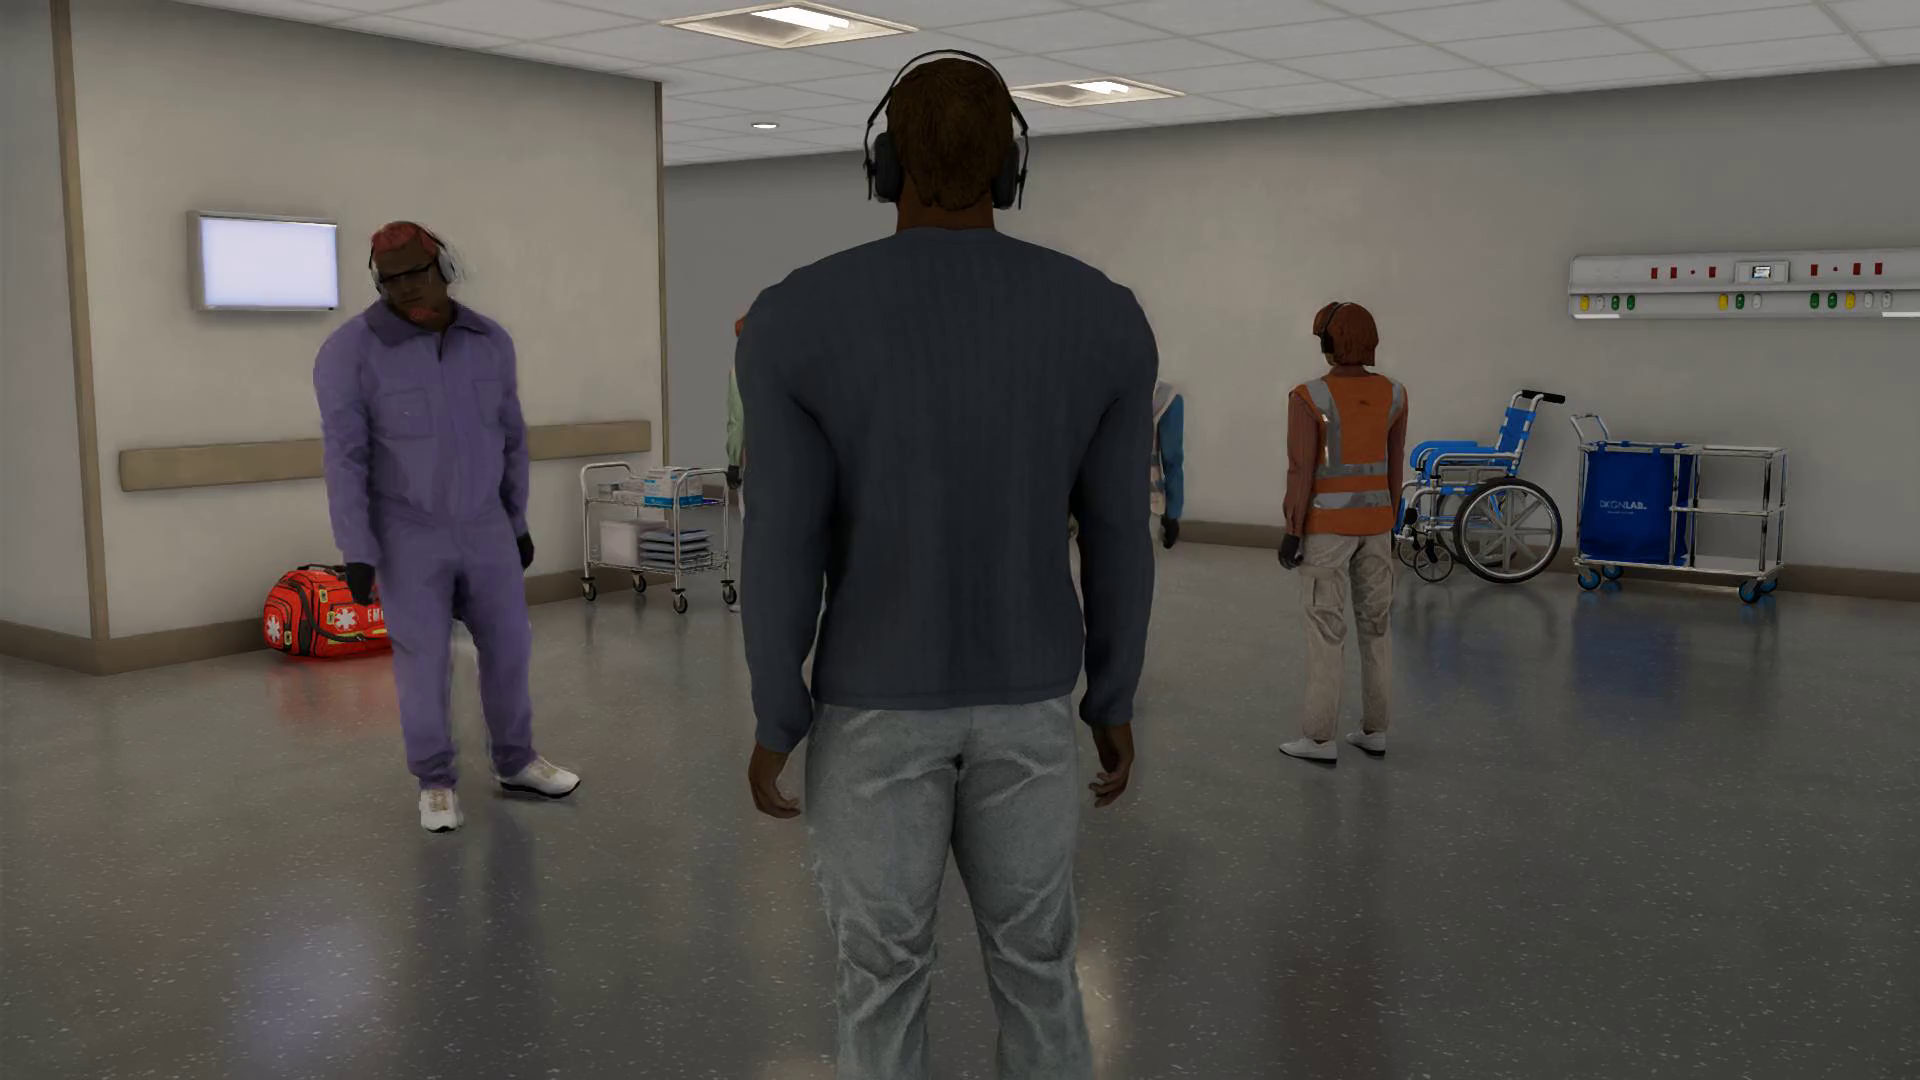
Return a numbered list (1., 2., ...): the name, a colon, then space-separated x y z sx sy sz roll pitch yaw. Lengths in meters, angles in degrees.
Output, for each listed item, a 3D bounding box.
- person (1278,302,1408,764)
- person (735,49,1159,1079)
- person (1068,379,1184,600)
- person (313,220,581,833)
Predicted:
1. person: 1.367 -0.022 5.931 0.511 1.639 0.308 -4 8 -26
2. person: -0.017 0.253 2.515 0.635 1.938 0.359 -2 7 -14
3. person: 0.676 -0.120 6.800 0.516 1.617 0.688 4 8 28
4. person: -1.578 -0.028 5.099 0.419 1.862 0.745 7 10 43
